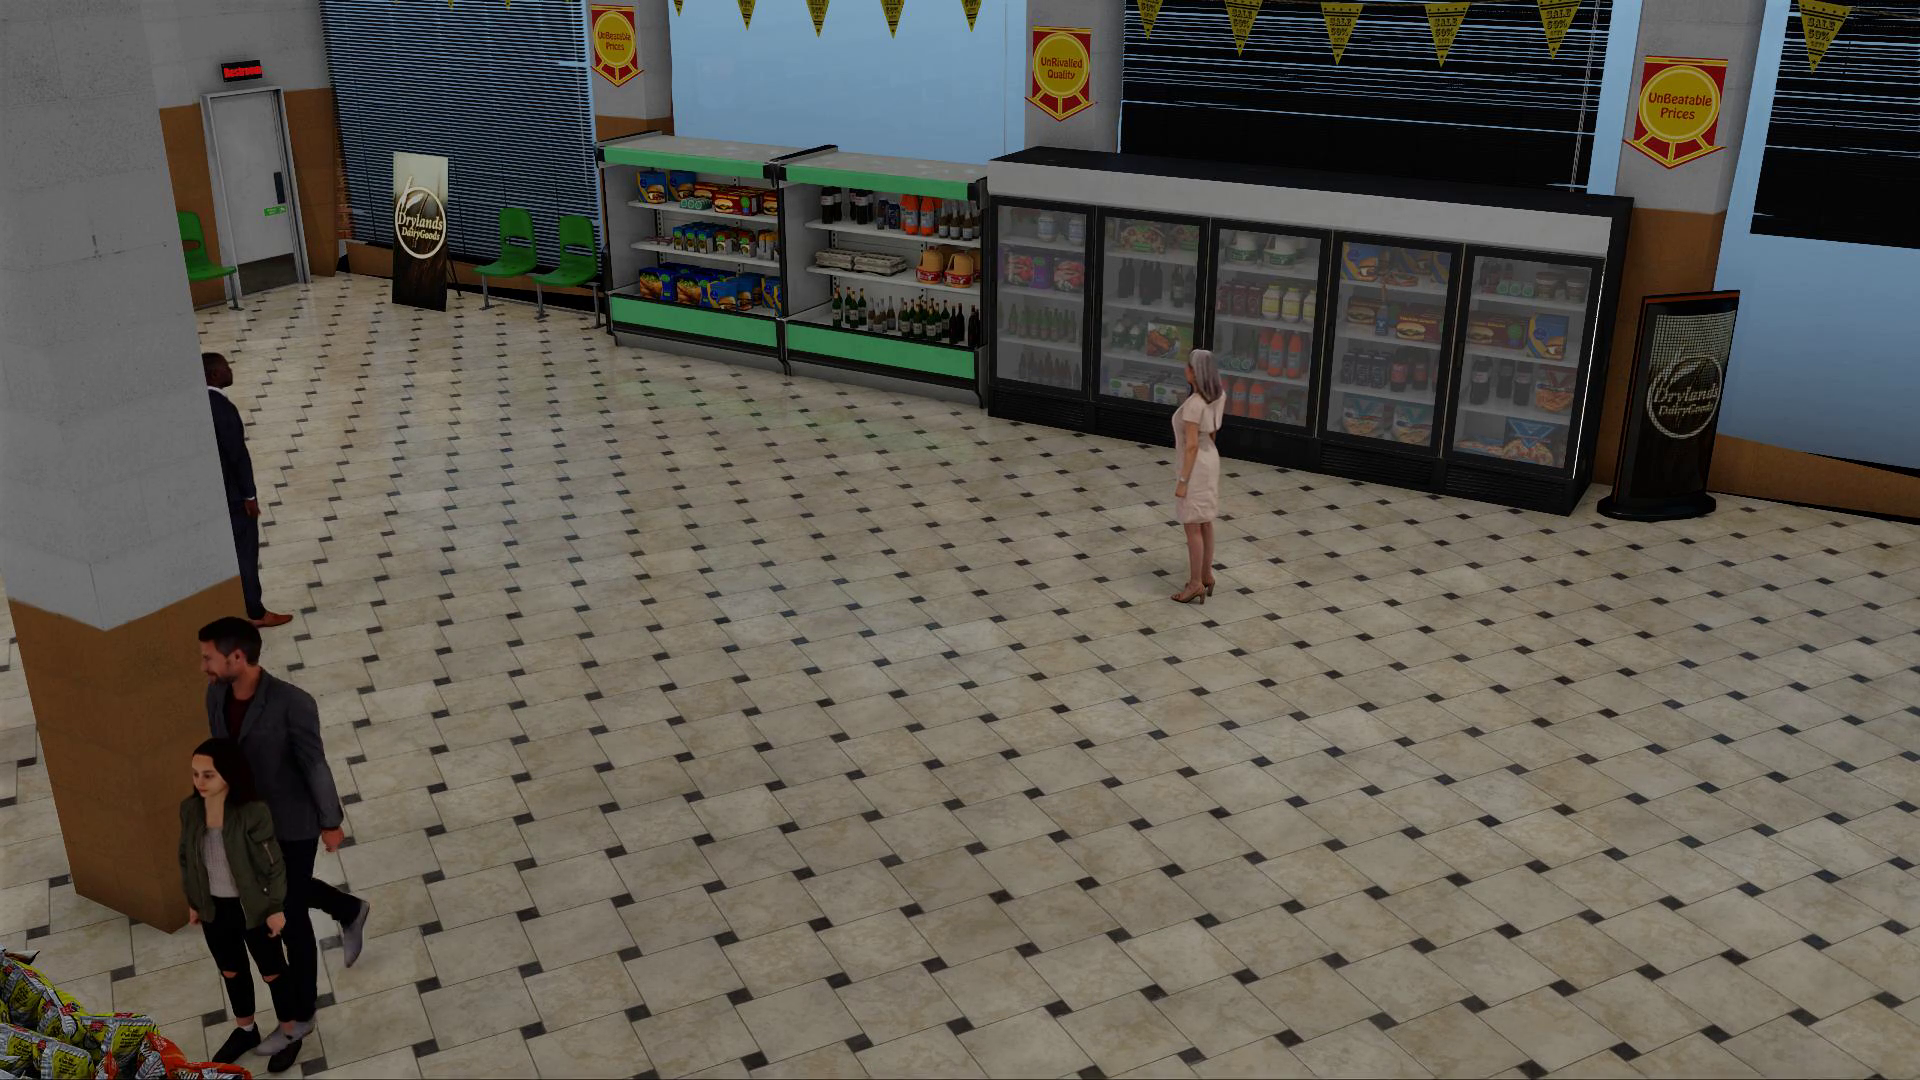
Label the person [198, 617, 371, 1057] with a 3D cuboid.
[{"bbox_3d":[-2.814,1.146,6.992,1.109,1.840,0.872,7,23,17],"label":"person"}]

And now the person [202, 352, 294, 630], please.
[{"bbox_3d":[-4.695,-0.320,10.661,0.568,1.824,0.788,16,27,35],"label":"person"}]

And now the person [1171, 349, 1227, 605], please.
[{"bbox_3d":[1.578,-0.416,11.020,0.558,1.735,0.607,14,26,31],"label":"person"}]

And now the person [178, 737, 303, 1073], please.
[{"bbox_3d":[-2.901,1.461,6.696,0.561,1.475,0.705,4,22,9],"label":"person"}]
